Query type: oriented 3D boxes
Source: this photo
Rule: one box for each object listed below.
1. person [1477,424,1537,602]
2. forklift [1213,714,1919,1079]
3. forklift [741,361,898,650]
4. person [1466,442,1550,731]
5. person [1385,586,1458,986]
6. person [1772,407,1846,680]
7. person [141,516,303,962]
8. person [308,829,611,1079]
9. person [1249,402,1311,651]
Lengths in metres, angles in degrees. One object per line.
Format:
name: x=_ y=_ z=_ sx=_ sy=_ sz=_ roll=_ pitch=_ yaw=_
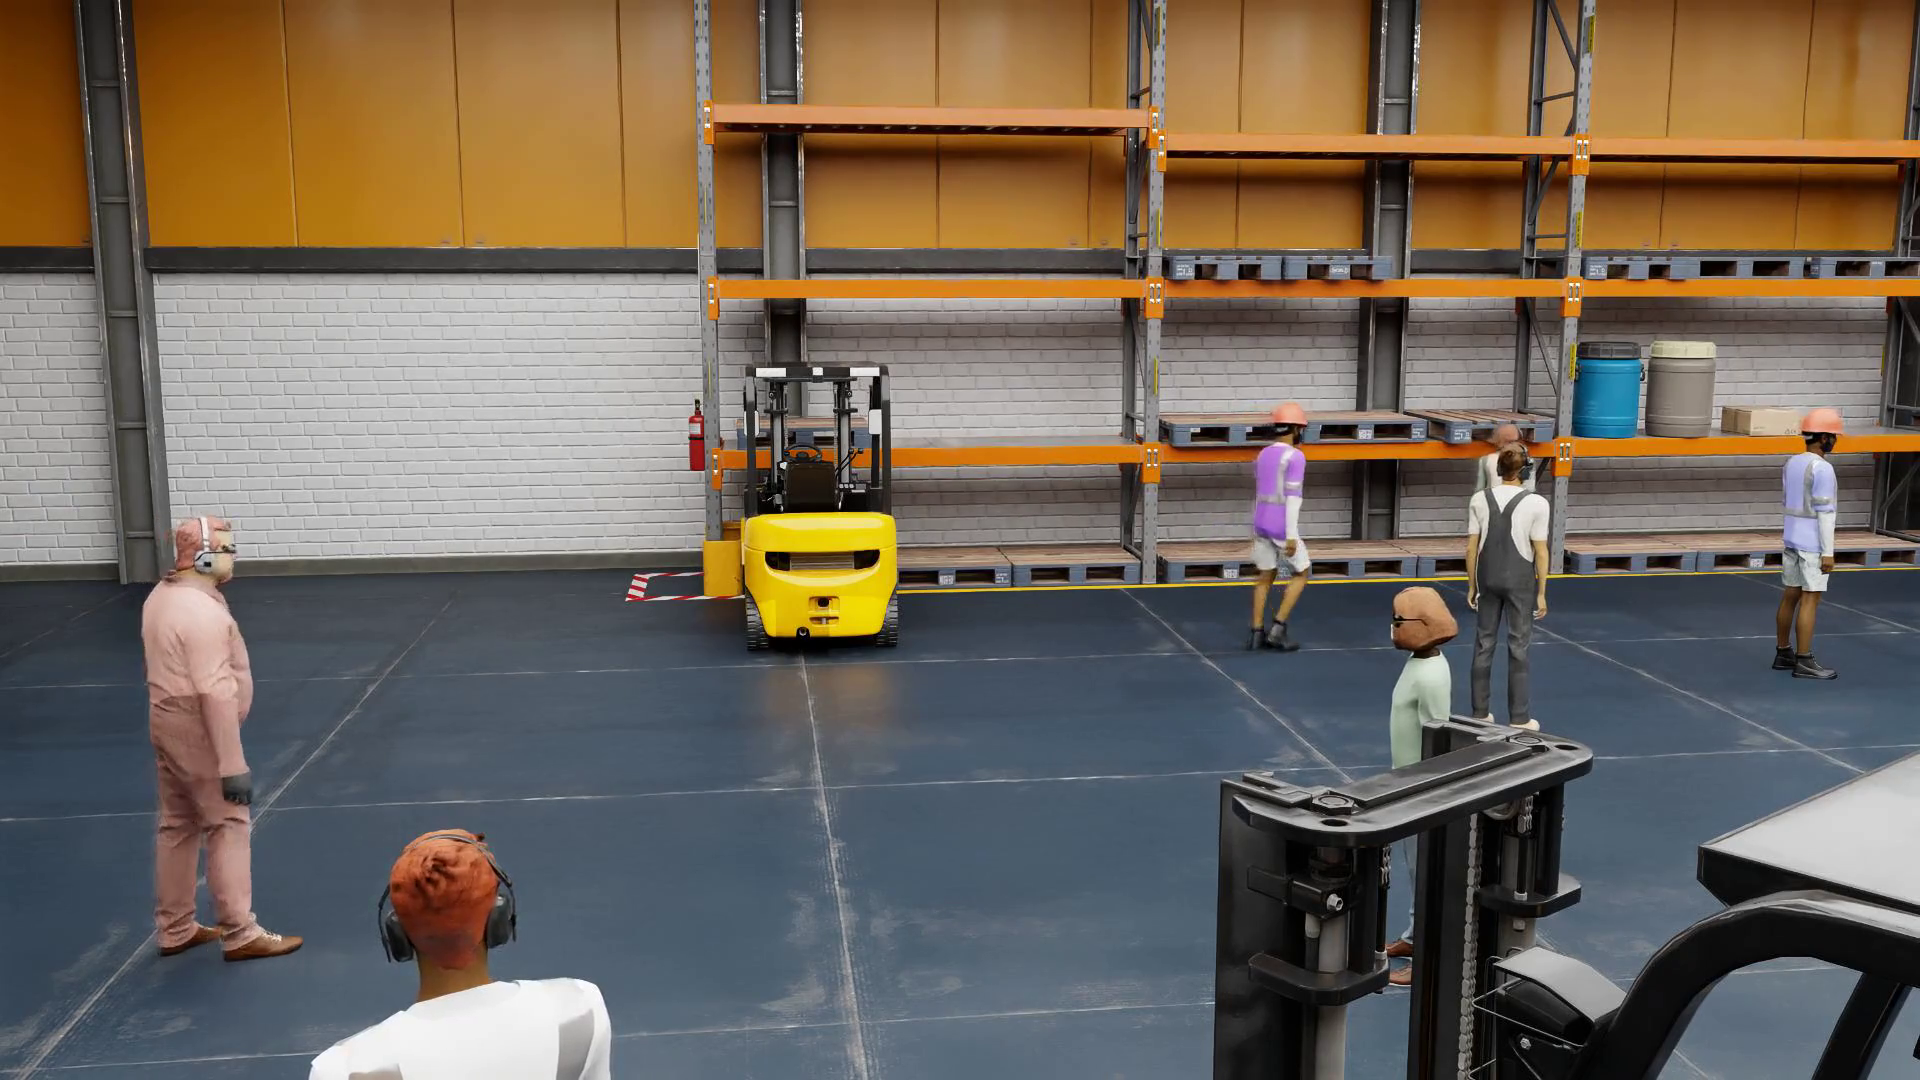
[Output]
person: x=4.701 y=-0.188 z=14.267 sx=0.542 sy=1.602 sz=0.767 roll=7 pitch=12 yaw=39
forklift: x=1.441 y=1.425 z=2.350 sx=1.214 sy=2.155 sz=2.313 roll=-7 pitch=12 yaw=-39
forklift: x=-1.154 y=-0.340 z=13.365 sx=1.214 sy=2.155 sz=2.313 roll=-1 pitch=9 yaw=-7
person: x=3.421 y=0.307 z=10.411 sx=0.507 sy=1.845 sz=0.339 roll=8 pitch=12 yaw=39
person: x=1.859 y=0.995 z=6.776 sx=0.267 sy=1.631 sz=0.509 roll=1 pitch=9 yaw=9
person: x=6.091 y=0.021 z=11.905 sx=0.352 sy=1.940 sz=0.545 roll=0 pitch=9 yaw=-3
person: x=-3.133 y=0.843 z=6.985 sx=0.557 sy=1.890 sz=0.662 roll=-9 pitch=12 yaw=-43
person: x=-0.903 y=1.459 z=3.105 sx=0.585 sy=1.881 sz=0.337 roll=-7 pitch=12 yaw=-39
person: x=2.441 y=-0.089 z=12.697 sx=0.538 sy=1.905 sz=0.571 roll=-5 pitch=10 yaw=-26
